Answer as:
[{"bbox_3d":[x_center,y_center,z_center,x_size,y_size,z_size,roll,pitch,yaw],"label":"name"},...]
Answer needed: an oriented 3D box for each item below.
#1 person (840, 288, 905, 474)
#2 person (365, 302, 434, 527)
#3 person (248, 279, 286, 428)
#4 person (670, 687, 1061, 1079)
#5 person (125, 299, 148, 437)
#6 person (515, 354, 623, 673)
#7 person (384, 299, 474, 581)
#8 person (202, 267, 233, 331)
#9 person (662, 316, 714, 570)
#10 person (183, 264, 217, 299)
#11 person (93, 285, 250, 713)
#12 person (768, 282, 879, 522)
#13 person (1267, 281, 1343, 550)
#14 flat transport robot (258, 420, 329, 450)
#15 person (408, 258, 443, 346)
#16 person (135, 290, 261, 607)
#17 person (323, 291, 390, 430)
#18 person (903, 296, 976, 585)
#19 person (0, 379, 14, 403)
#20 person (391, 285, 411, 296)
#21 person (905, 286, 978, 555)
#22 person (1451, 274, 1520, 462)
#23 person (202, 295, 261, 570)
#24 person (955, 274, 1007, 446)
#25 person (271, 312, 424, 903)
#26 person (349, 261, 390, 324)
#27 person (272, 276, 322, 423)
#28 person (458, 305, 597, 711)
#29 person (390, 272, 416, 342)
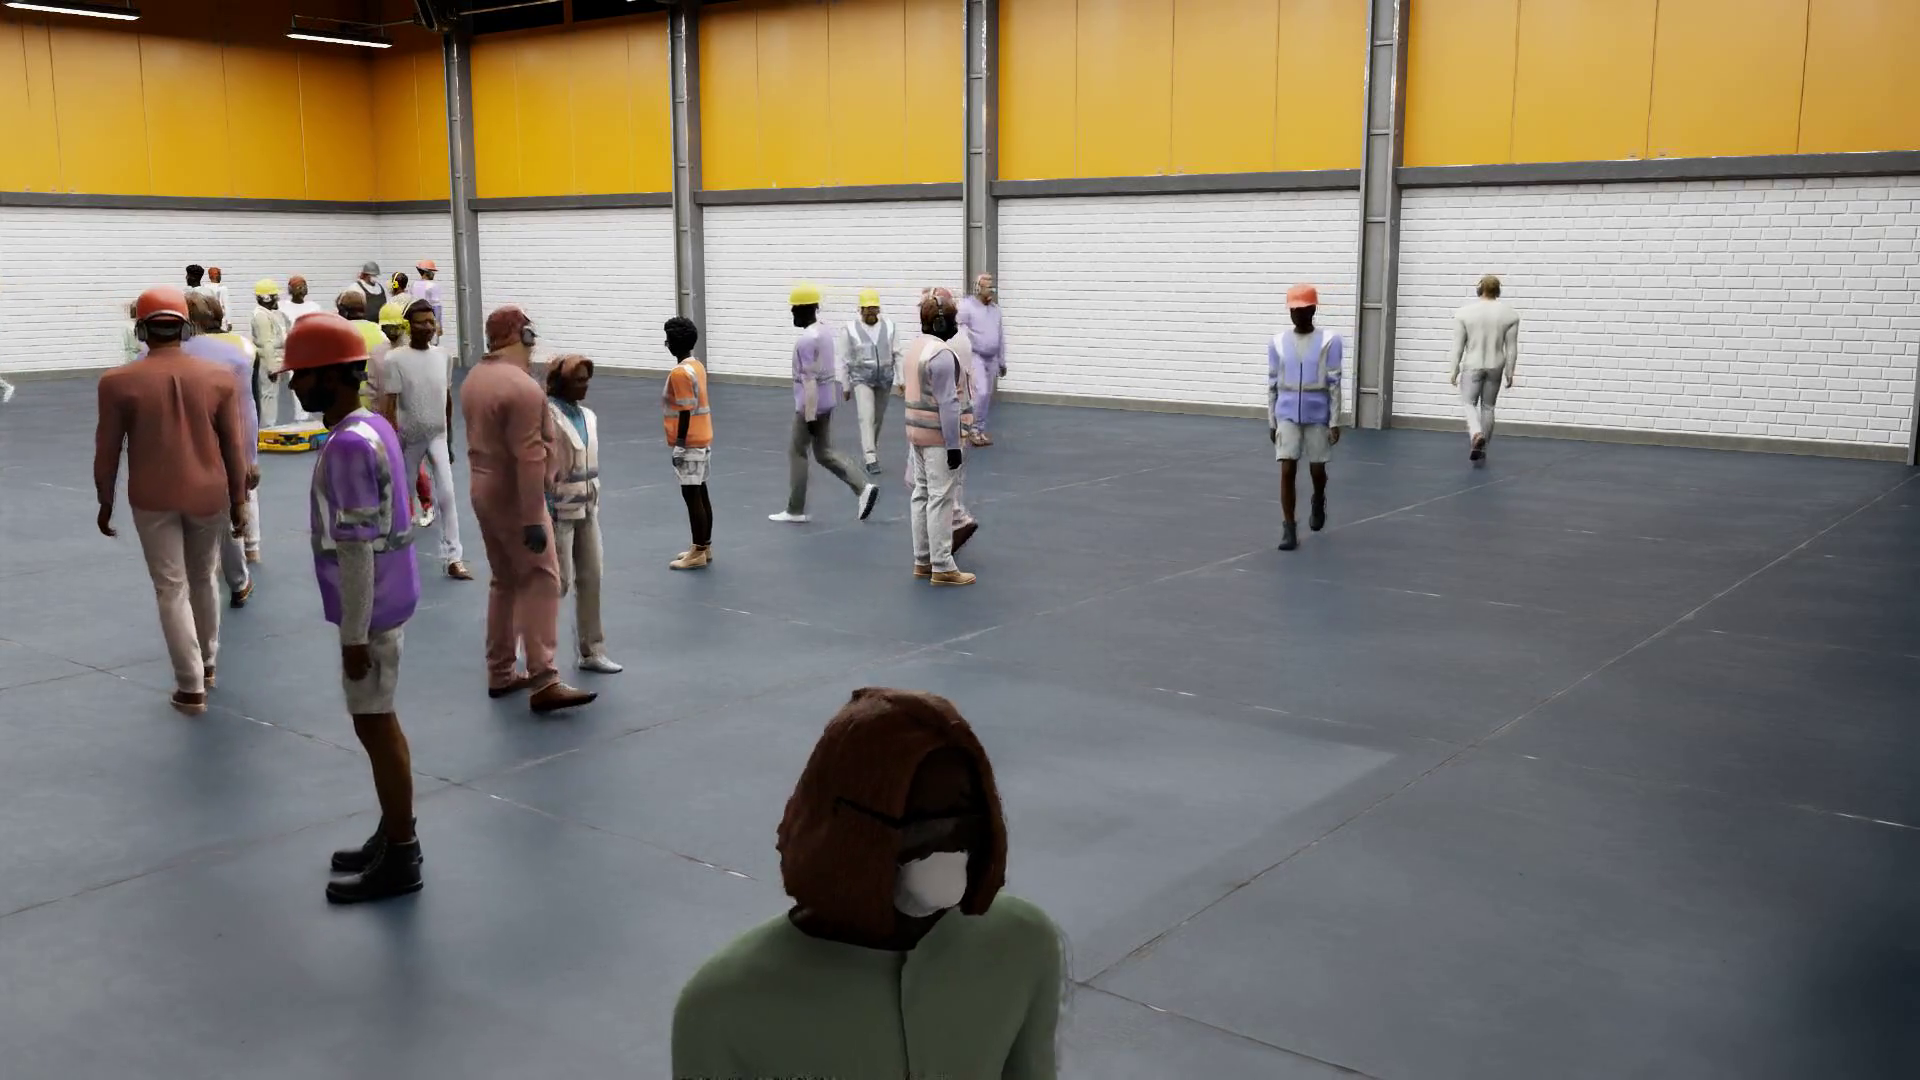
[{"bbox_3d":[-0.868,-1.572,16.310,0.597,1.793,0.927,-4,10,-20],"label":"person"},{"bbox_3d":[-4.276,-0.936,12.721,0.525,1.752,0.397,2,10,11],"label":"person"},{"bbox_3d":[-7.699,-1.979,18.543,0.403,1.830,0.632,-5,11,-25],"label":"person"},{"bbox_3d":[-0.081,0.968,1.954,0.537,1.634,0.309,-6,11,-29],"label":"person"},{"bbox_3d":[-9.421,-1.969,19.121,0.762,1.611,0.516,-1,10,-5],"label":"person"},{"bbox_3d":[-2.017,-0.130,8.367,0.577,1.618,0.527,4,11,22],"label":"person"},{"bbox_3d":[-3.568,-0.676,10.983,0.527,1.827,0.997,-9,13,-41],"label":"person"},{"bbox_3d":[-13.030,-3.833,29.178,0.575,1.882,0.361,3,10,15],"label":"person"},{"bbox_3d":[-1.827,-0.649,11.174,0.320,1.697,0.537,1,10,4],"label":"person"},{"bbox_3d":[-11.071,-3.024,24.223,0.367,1.966,0.607,3,10,15],"label":"person"},{"bbox_3d":[-3.740,-0.205,7.839,0.616,1.963,0.870,-9,13,-41],"label":"person"},{"bbox_3d":[-1.089,-1.063,13.001,0.806,1.906,0.593,3,10,16],"label":"person"},{"bbox_3d":[2.493,-0.906,12.021,0.549,1.923,0.683,4,10,21],"label":"person"},{"bbox_3d":[-7.187,-1.154,18.271,0.652,0.197,1.431,2,10,13],"label":"flat transport robot"},{"bbox_3d":[-8.498,-3.463,26.565,0.609,2.040,0.395,5,11,26],"label":"person"},{"bbox_3d":[-4.374,-0.482,9.610,0.661,1.897,0.958,-3,10,-16],"label":"person"},{"bbox_3d":[-4.745,-1.042,13.124,0.443,1.829,0.628,9,13,42],"label":"person"},{"bbox_3d":[-0.131,-0.633,10.673,0.429,1.844,0.627,-4,11,-22],"label":"person"},{"bbox_3d":[-13.788,-2.729,23.258,0.787,1.710,0.485,-8,12,-38],"label":"person"},{"bbox_3d":[-8.479,-3.051,25.049,0.801,1.736,0.530,-7,12,-36],"label":"person"},{"bbox_3d":[-0.116,-0.805,11.525,0.487,1.897,0.643,5,11,25],"label":"person"},{"bbox_3d":[5.286,-1.715,16.749,0.639,1.918,0.675,1,10,8],"label":"person"},{"bbox_3d":[-5.007,-0.722,11.190,0.429,1.839,0.633,7,12,34],"label":"person"},{"bbox_3d":[0.261,-1.966,18.288,0.675,1.886,0.524,-9,13,-43],"label":"person"},{"bbox_3d":[-1.989,0.221,5.458,0.410,1.927,0.555,-2,10,-10],"label":"person"},{"bbox_3d":[-9.210,-3.404,26.222,0.876,2.000,0.707,4,11,23],"label":"person"},{"bbox_3d":[-7.823,-2.212,19.853,0.613,1.836,0.959,-8,13,-40],"label":"person"},{"bbox_3d":[-2.054,-0.154,7.809,0.396,1.874,0.828,-7,12,-36],"label":"person"},{"bbox_3d":[-7.603,-2.711,22.686,0.328,1.872,0.515,3,10,16],"label":"person"}]
